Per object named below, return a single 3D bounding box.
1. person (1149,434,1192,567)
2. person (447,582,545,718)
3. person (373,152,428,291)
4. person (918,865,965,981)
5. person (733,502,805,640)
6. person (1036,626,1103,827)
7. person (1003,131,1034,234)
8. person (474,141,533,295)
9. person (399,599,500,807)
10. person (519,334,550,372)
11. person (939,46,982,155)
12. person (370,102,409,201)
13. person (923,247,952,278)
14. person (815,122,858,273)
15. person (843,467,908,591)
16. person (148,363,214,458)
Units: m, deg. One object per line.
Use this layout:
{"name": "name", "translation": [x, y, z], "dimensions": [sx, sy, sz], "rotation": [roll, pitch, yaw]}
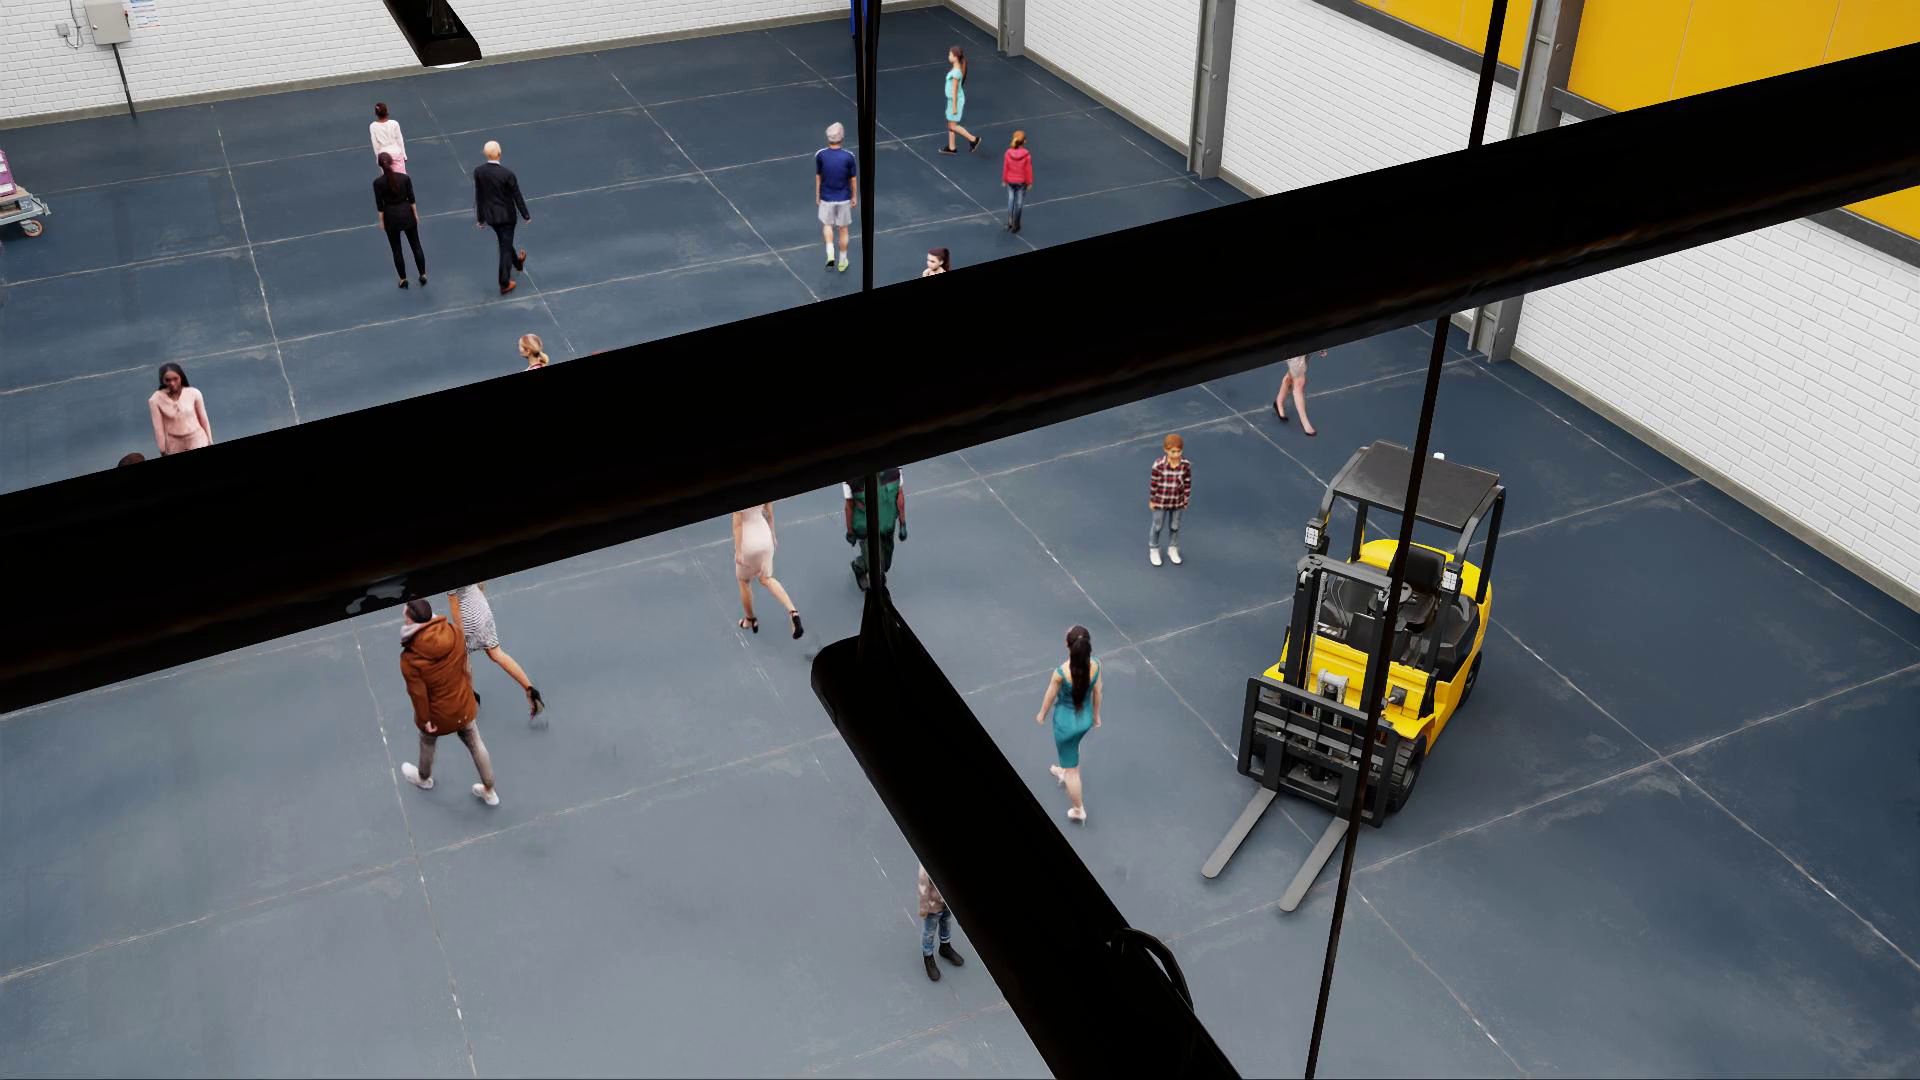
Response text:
{"name": "person", "translation": [1.852, -0.376, 14.829], "dimensions": [0.583, 1.304, 0.595], "rotation": [-3, 34, -5]}
{"name": "person", "translation": [-3.662, 0.673, 12.811], "dimensions": [1.130, 1.791, 1.054], "rotation": [13, 36, 18]}
{"name": "person", "translation": [-6.608, -3.759, 19.598], "dimensions": [0.609, 1.660, 0.551], "rotation": [-17, 37, -24]}
{"name": "person", "translation": [-0.133, 2.333, 10.853], "dimensions": [0.524, 1.194, 0.509], "rotation": [-23, 40, -30]}
{"name": "person", "translation": [-1.621, 0.092, 13.666], "dimensions": [1.057, 1.811, 0.831], "rotation": [25, 41, 32]}
{"name": "person", "translation": [0.845, 1.365, 11.882], "dimensions": [0.578, 1.666, 0.855], "rotation": [-17, 37, -24]}
{"name": "person", "translation": [0.700, -4.511, 21.044], "dimensions": [0.613, 1.310, 0.672], "rotation": [11, 35, 16]}
{"name": "person", "translation": [-5.406, -3.738, 19.470], "dimensions": [1.122, 1.765, 1.230], "rotation": [7, 34, 11]}
{"name": "person", "translation": [-3.641, 1.215, 11.988], "dimensions": [1.166, 1.799, 1.008], "rotation": [23, 40, 31]}
{"name": "person", "translation": [-3.870, -1.118, 15.509], "dimensions": [0.743, 1.787, 0.620], "rotation": [2, 34, 3]}
{"name": "person", "translation": [0.006, -6.126, 23.260], "dimensions": [0.898, 1.547, 0.882], "rotation": [7, 34, 11]}
{"name": "person", "translation": [-7.431, -5.029, 21.704], "dimensions": [0.564, 1.443, 0.530], "rotation": [-10, 35, -15]}
{"name": "person", "translation": [-0.223, -2.336, 17.503], "dimensions": [0.577, 1.608, 0.690], "rotation": [27, 42, 34]}
{"name": "person", "translation": [-1.492, -4.055, 19.895], "dimensions": [0.796, 1.822, 0.847], "rotation": [0, 34, 0]}
{"name": "person", "translation": [-0.744, -0.127, 14.000], "dimensions": [0.738, 1.808, 1.173], "rotation": [-18, 38, -25]}
{"name": "person", "translation": [-7.071, -0.880, 15.228], "dimensions": [0.639, 1.701, 0.977], "rotation": [-12, 35, -17]}
